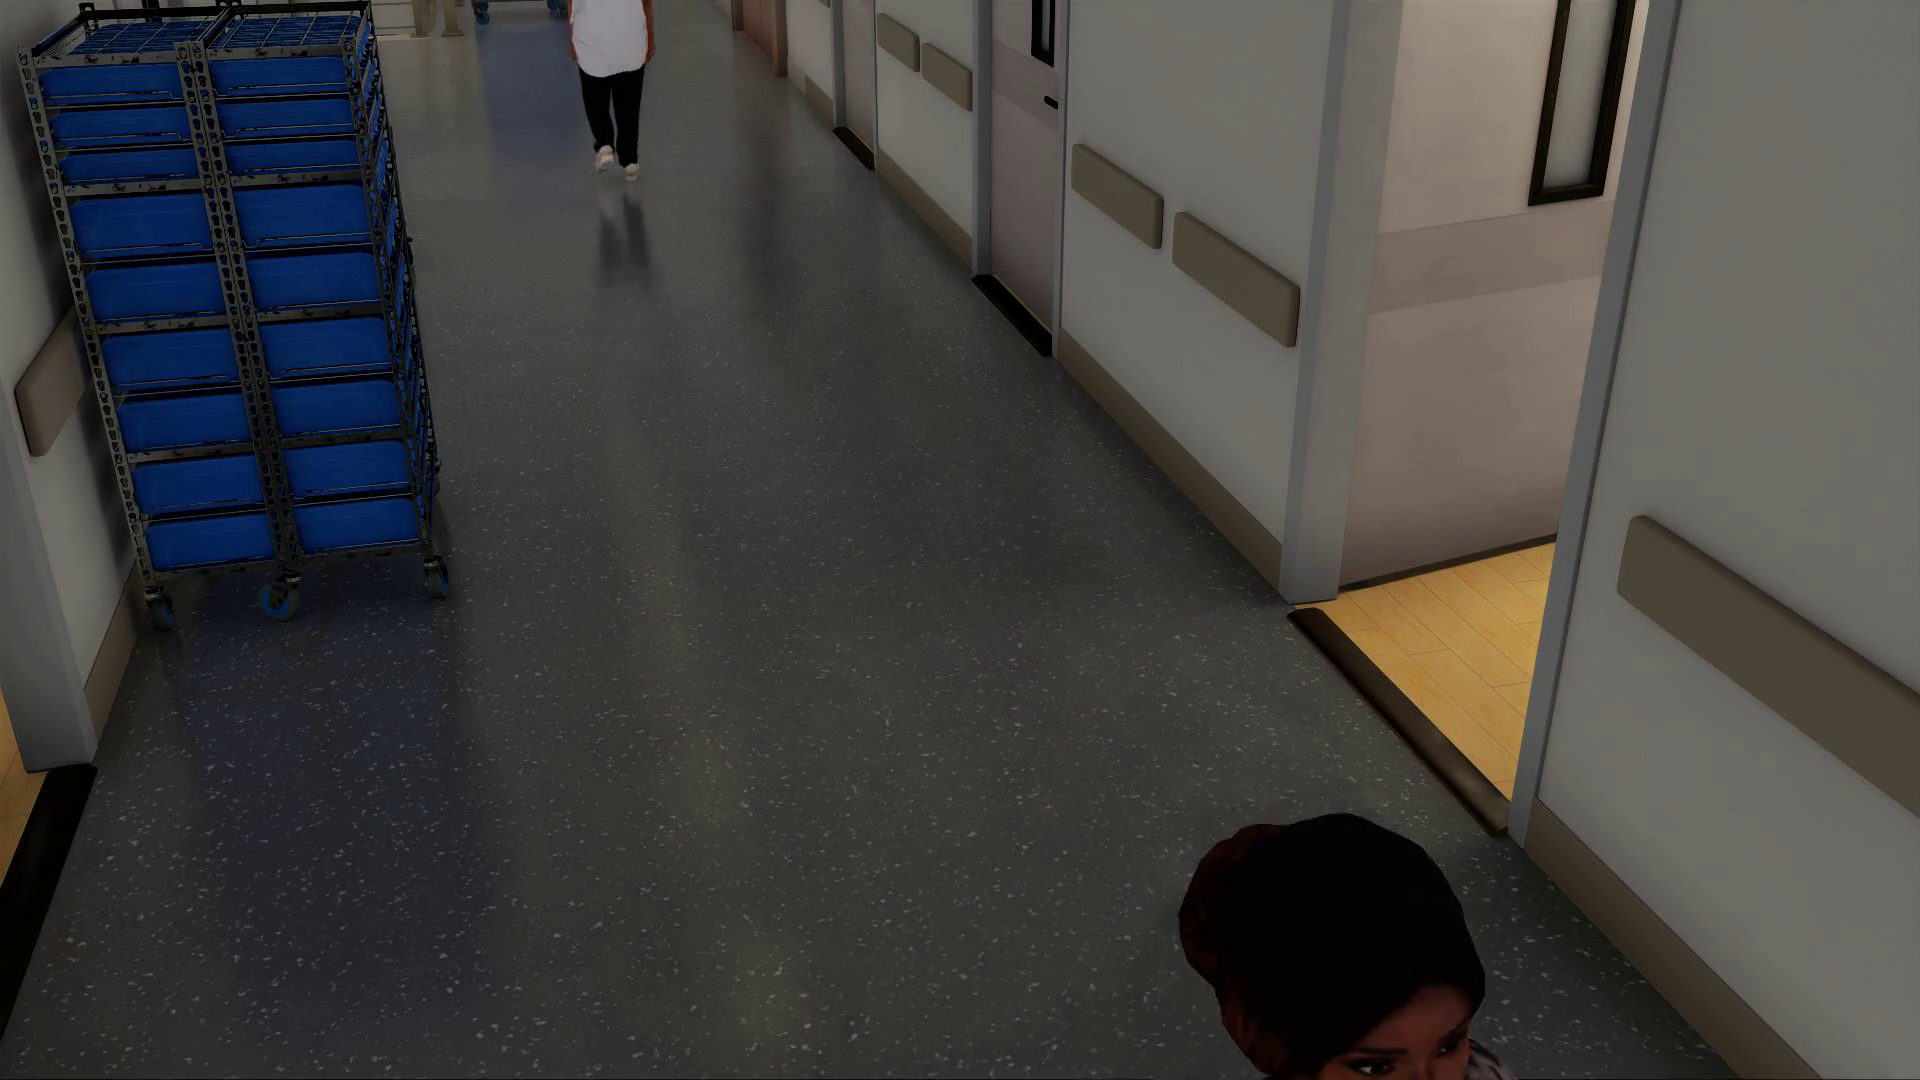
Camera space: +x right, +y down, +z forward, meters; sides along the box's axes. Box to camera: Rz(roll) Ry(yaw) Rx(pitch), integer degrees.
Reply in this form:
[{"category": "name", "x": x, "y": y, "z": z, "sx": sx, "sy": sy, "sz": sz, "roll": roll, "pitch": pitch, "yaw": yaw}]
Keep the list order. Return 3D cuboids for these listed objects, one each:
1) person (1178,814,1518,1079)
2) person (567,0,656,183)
[{"category": "person", "x": 0.316, "y": 0.976, "z": 1.685, "sx": 0.685, "sy": 1.705, "sz": 0.941, "roll": -12, "pitch": 28, "yaw": -23}, {"category": "person", "x": -2.087, "y": -2.961, "z": 9.882, "sx": 0.660, "sy": 1.675, "sz": 0.611, "roll": -5, "pitch": 26, "yaw": -11}]
